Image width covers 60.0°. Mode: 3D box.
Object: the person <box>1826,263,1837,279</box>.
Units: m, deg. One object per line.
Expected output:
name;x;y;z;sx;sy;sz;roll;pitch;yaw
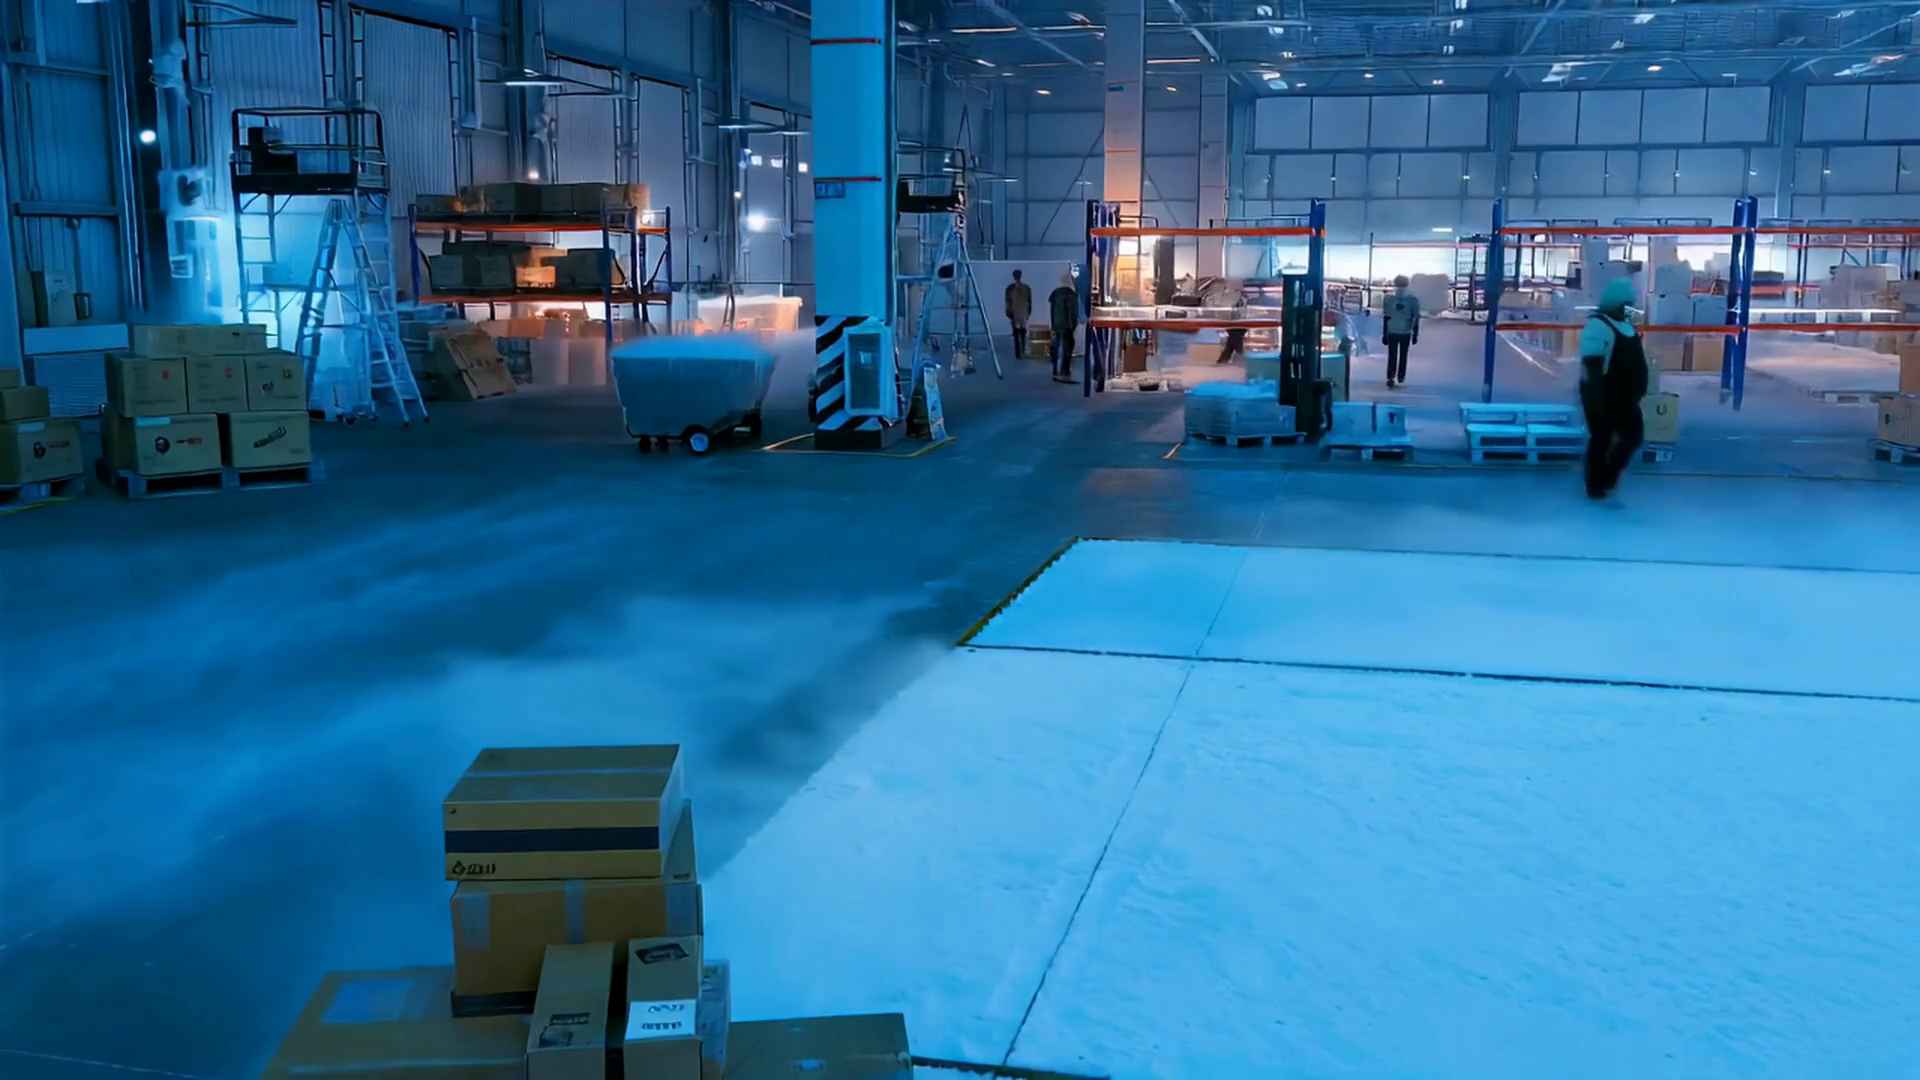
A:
person;27.663;-7.785;52.847;0.376;1.995;0.612;-3;10;-15

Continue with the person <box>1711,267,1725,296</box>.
person;18.986;-5.873;41.758;0.372;1.939;0.631;4;10;20

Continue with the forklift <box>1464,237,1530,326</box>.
forklift;16.958;-8.148;52.376;1.873;2.768;1.129;2;10;14

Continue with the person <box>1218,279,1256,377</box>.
person;4.965;-3.815;30.083;0.970;1.801;0.621;-4;11;-24

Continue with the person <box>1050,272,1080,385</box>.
person;1.799;-3.629;28.559;0.373;1.935;0.628;-7;12;-37

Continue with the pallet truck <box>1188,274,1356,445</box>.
pallet truck;3.653;-2.138;19.590;1.885;1.965;0.823;-4;10;-20

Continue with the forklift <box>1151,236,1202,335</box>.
forklift;5.866;-7.214;46.878;1.873;2.768;1.129;2;10;14

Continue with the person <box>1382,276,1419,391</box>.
person;7.295;-3.433;27.585;0.604;1.881;0.983;3;10;18

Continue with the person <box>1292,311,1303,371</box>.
person;6.614;-4.097;31.907;0.335;1.735;0.484;6;11;33

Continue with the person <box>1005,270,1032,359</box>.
person;1.238;-4.807;35.571;0.573;1.895;0.972;1;10;5

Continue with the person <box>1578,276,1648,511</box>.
person;5.615;-1.258;14.280;0.690;2.000;0.537;-7;12;-35

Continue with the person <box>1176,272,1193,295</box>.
person;7.672;-8.338;57.071;0.552;1.659;0.799;-1;10;-5

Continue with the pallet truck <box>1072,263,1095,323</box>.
pallet truck;4.325;-8.180;55.162;0.823;1.965;1.885;6;11;31
